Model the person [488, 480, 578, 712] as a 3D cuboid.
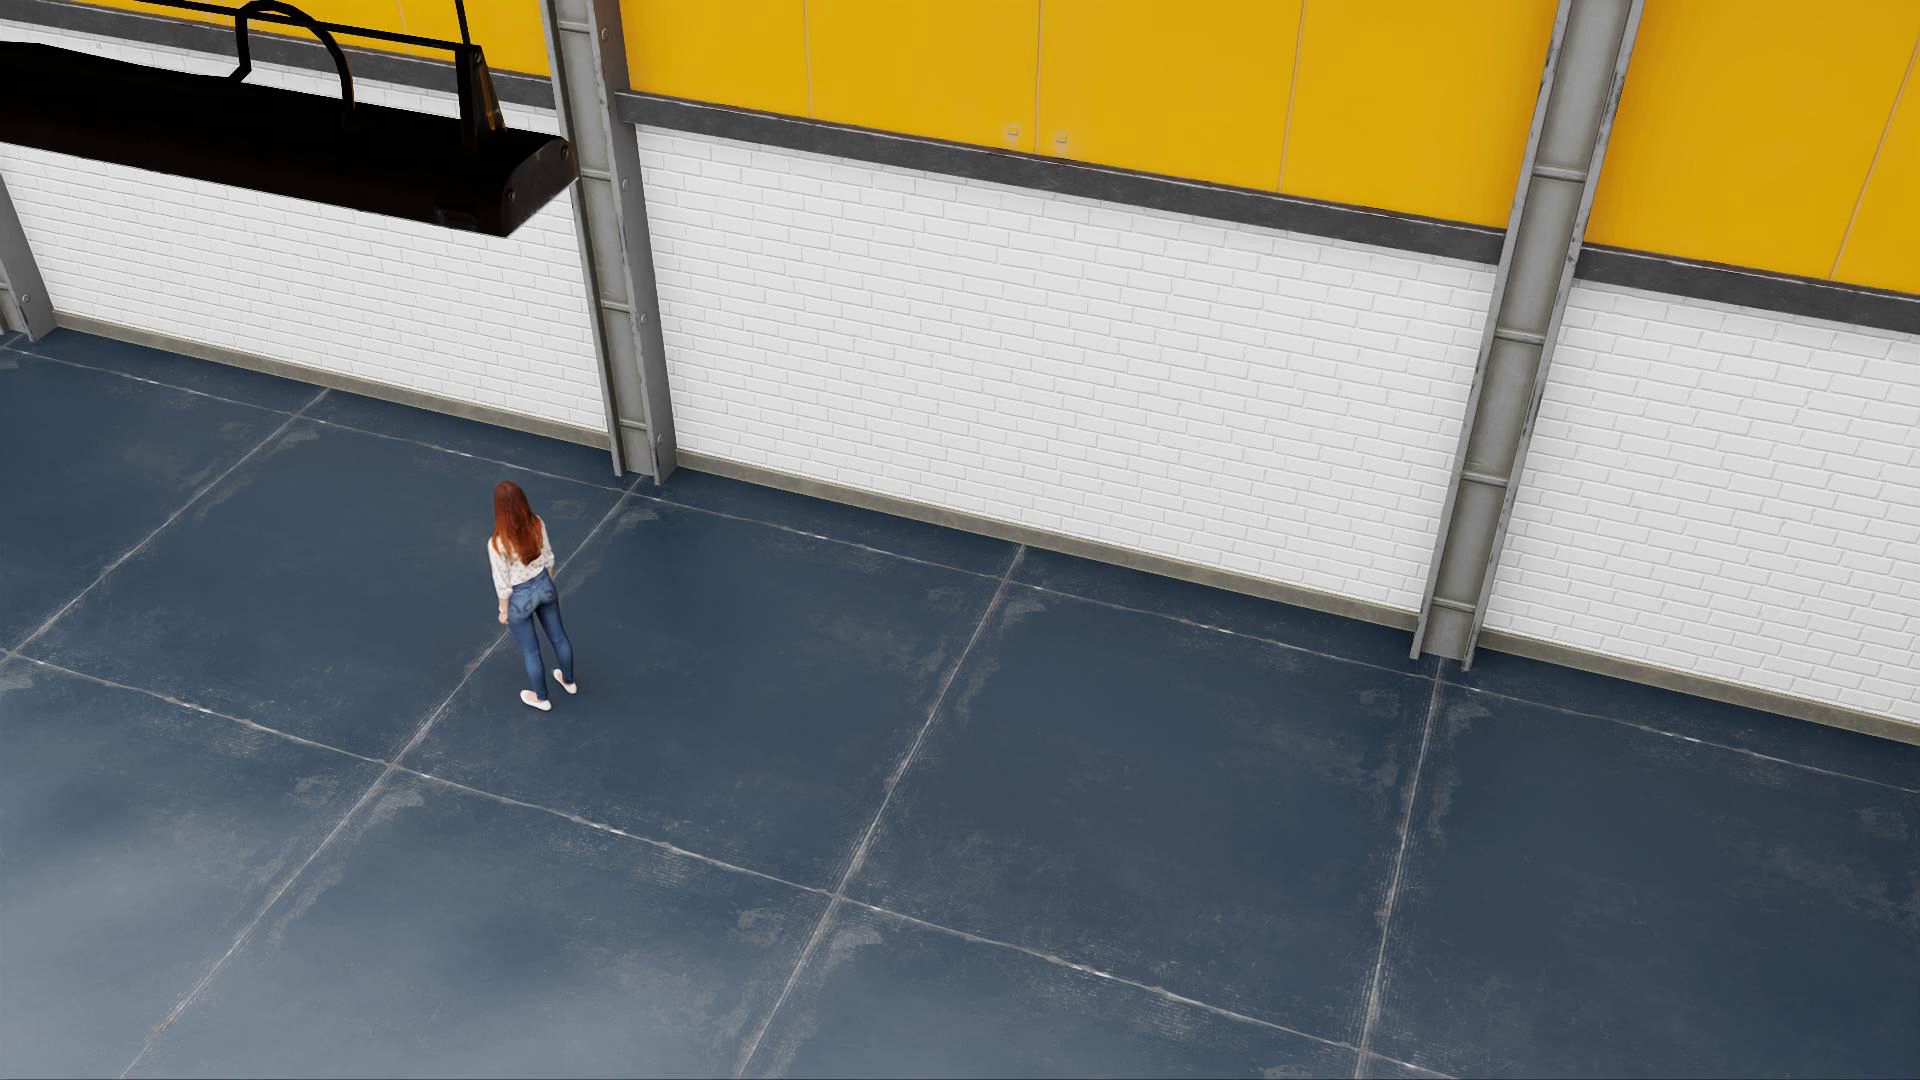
[{"bbox_3d":[-2.653,0.338,10.263,0.630,1.728,0.643,31,48,33],"label":"person"}]
